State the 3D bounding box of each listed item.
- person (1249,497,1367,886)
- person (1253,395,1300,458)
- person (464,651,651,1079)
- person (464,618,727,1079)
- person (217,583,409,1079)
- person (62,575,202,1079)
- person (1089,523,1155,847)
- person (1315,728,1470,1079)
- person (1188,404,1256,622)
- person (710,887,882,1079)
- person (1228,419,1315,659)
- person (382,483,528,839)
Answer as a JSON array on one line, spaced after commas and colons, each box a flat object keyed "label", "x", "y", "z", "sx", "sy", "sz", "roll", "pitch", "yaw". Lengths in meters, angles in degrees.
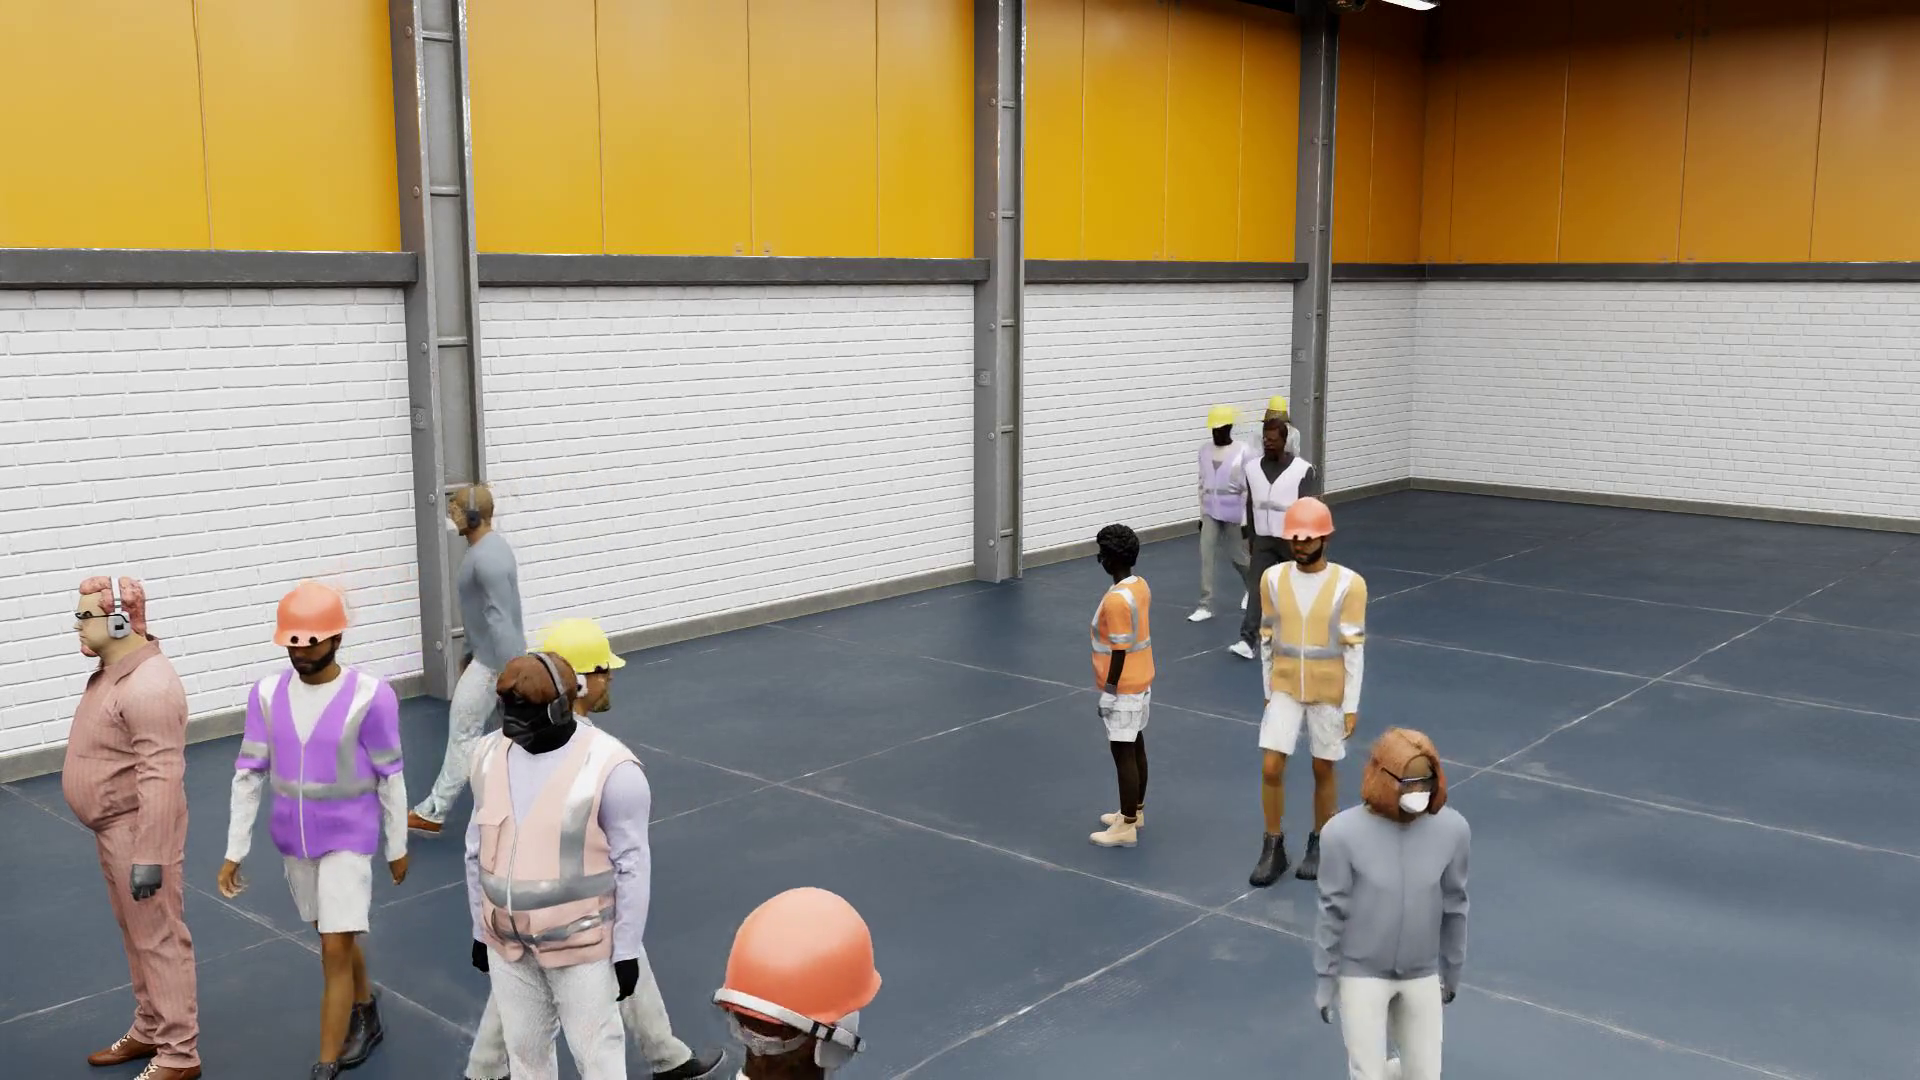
[{"label": "person", "x": 1.670, "y": 0.751, "z": 8.048, "sx": 0.548, "sy": 1.914, "sz": 0.673, "roll": 5, "pitch": 10, "yaw": 27}, {"label": "person", "x": 3.260, "y": -0.623, "z": 17.201, "sx": 0.487, "sy": 1.744, "sz": 0.297, "roll": 0, "pitch": 9, "yaw": 0}, {"label": "person", "x": -1.273, "y": 1.243, "z": 5.186, "sx": 0.633, "sy": 1.839, "sz": 0.429, "roll": 3, "pitch": 10, "yaw": 21}, {"label": "person", "x": -1.374, "y": 1.154, "z": 5.945, "sx": 0.949, "sy": 1.787, "sz": 0.591, "roll": -5, "pitch": 10, "yaw": -27}, {"label": "person", "x": -2.319, "y": 1.094, "z": 5.950, "sx": 0.561, "sy": 1.885, "sz": 0.946, "roll": 1, "pitch": 9, "yaw": 9}, {"label": "person", "x": -3.030, "y": 1.068, "z": 6.072, "sx": 0.408, "sy": 1.908, "sz": 0.644, "roll": -7, "pitch": 11, "yaw": -37}, {"label": "person", "x": 0.846, "y": 0.755, "z": 8.703, "sx": 0.321, "sy": 1.694, "sz": 0.529, "roll": 3, "pitch": 10, "yaw": 18}, {"label": "person", "x": 1.333, "y": 1.346, "z": 5.247, "sx": 0.498, "sy": 1.613, "sz": 0.558, "roll": -1, "pitch": 9, "yaw": -7}, {"label": "person", "x": 2.339, "y": -0.260, "z": 14.483, "sx": 0.581, "sy": 1.884, "sz": 0.926, "roll": 8, "pitch": 12, "yaw": 40}, {"label": "person", "x": -0.309, "y": 1.554, "z": 2.779, "sx": 0.634, "sy": 1.979, "sz": 0.672, "roll": 3, "pitch": 10, "yaw": 18}, {"label": "person", "x": 2.449, "y": -0.007, "z": 12.938, "sx": 0.608, "sy": 1.864, "sz": 1.005, "roll": 6, "pitch": 11, "yaw": 35}, {"label": "person", "x": -2.558, "y": 0.637, "z": 8.860, "sx": 1.026, "sy": 1.883, "sz": 0.657, "roll": -2, "pitch": 9, "yaw": -15}]
